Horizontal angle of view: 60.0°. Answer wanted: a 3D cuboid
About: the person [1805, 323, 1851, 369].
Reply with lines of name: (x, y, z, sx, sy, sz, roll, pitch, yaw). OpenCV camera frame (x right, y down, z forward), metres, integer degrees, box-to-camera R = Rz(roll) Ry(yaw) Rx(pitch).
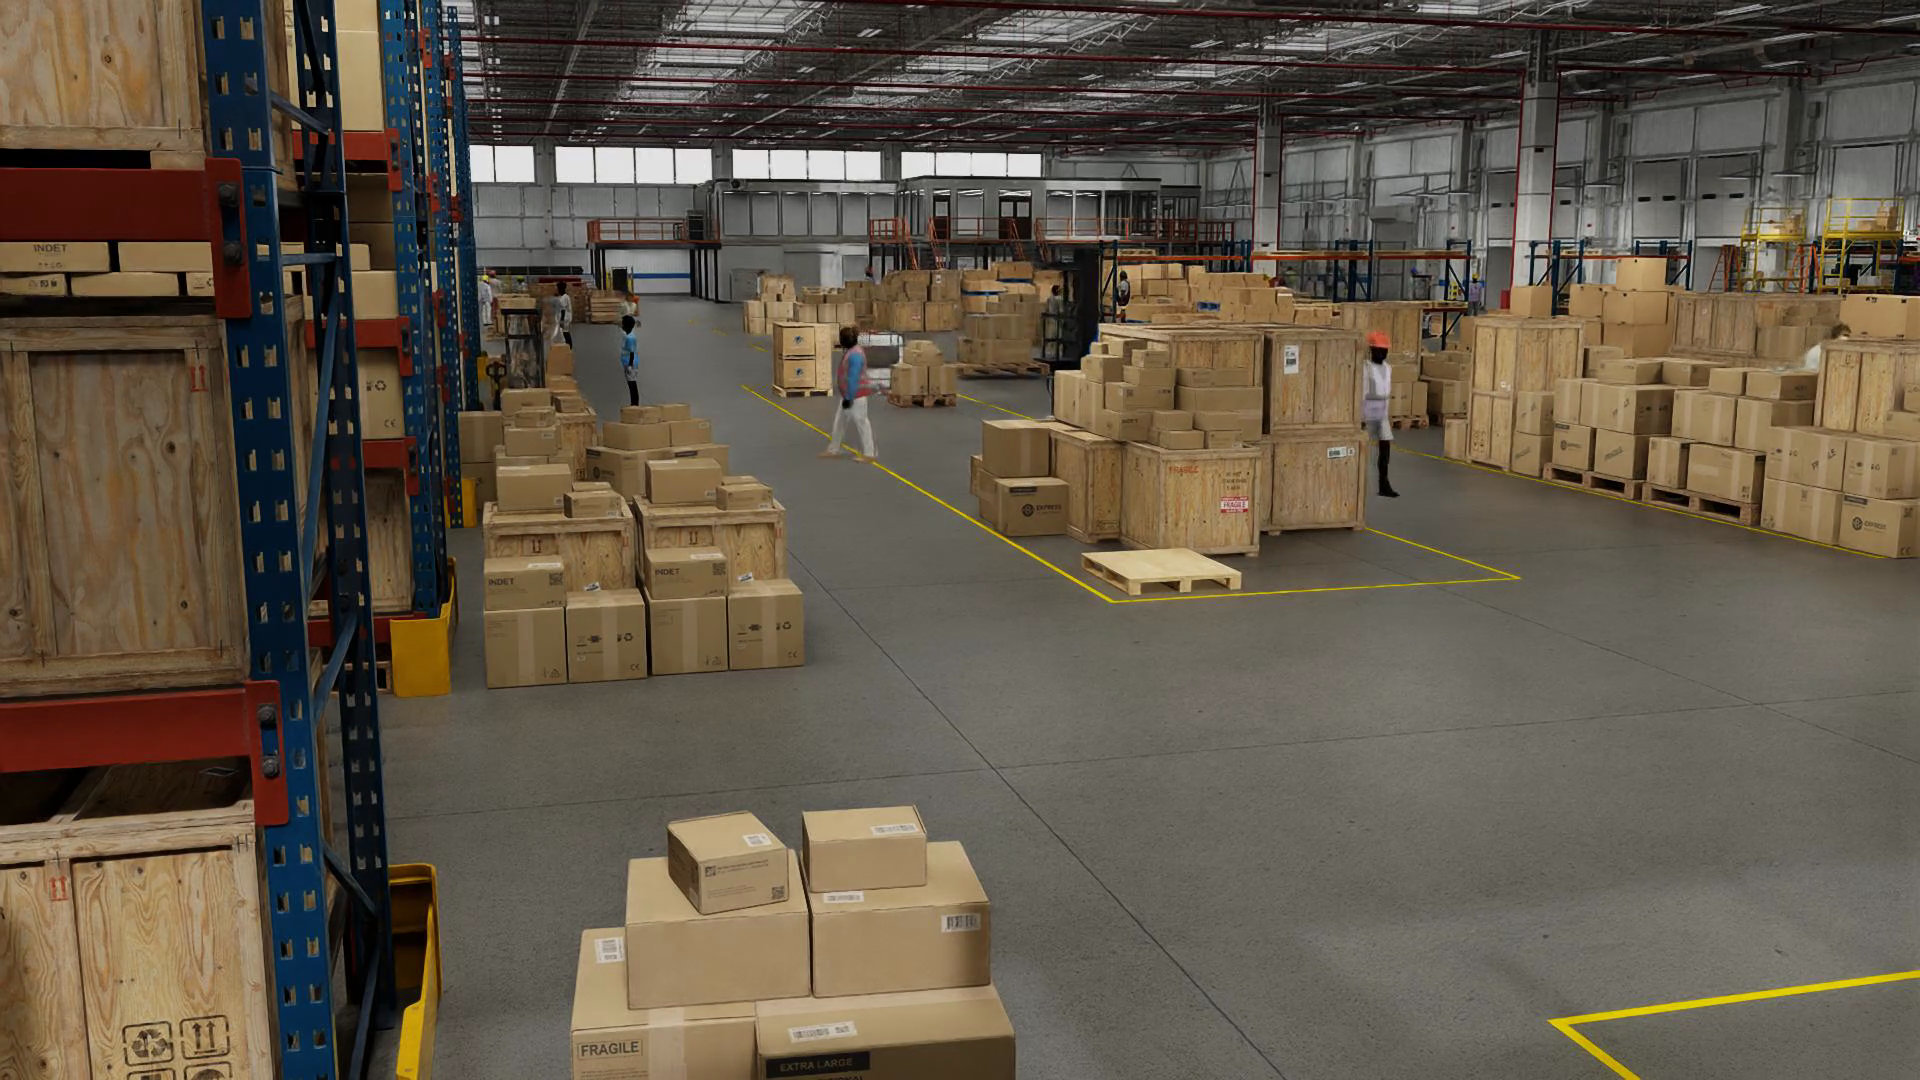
person: (11.104, -1.856, 21.473, 0.649, 1.910, 0.780, -1, 10, -3)

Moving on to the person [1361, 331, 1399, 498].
person: (4.720, -1.472, 19.264, 0.546, 1.916, 0.884, -7, 12, -34)

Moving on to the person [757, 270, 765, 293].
person: (-8.505, -10.684, 71.525, 0.418, 1.869, 0.583, 3, 10, 17)

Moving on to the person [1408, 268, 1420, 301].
person: (20.623, -11.437, 75.768, 0.955, 1.872, 0.662, -9, 13, -42)

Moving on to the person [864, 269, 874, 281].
person: (-3.872, -10.664, 71.325, 0.914, 1.907, 0.546, 7, 12, 33)

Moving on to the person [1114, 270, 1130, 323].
person: (5.660, -8.407, 58.153, 0.537, 2.000, 0.689, 4, 11, 20)

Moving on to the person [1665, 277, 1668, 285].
person: (24.000, -8.071, 56.835, 0.648, 1.833, 0.436, 4, 11, 21)

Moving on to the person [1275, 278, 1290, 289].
person: (10.501, -7.650, 54.407, 0.579, 1.850, 0.940, 4, 11, 24)

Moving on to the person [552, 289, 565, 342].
person: (-12.028, -6.756, 49.986, 0.539, 1.625, 0.395, 3, 11, 18)

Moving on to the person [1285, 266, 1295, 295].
person: (17.787, -13.877, 89.741, 0.638, 1.824, 0.594, -6, 12, -31)

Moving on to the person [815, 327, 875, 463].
person: (-1.543, -1.909, 22.002, 0.893, 1.803, 0.649, -2, 10, -10)

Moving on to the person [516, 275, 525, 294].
person: (-17.350, -9.597, 65.733, 0.313, 1.743, 0.493, -8, 13, -37)

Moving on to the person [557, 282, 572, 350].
person: (-10.264, -5.720, 43.177, 0.375, 1.958, 0.599, -1, 10, -4)

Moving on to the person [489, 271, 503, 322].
person: (-17.665, -9.227, 63.061, 0.634, 1.941, 1.029, -2, 10, -9)

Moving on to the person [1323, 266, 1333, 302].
person: (18.188, -12.598, 82.253, 0.601, 1.906, 0.474, -5, 11, -28)

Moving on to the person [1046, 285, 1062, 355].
person: (2.496, -5.830, 44.088, 0.324, 1.857, 0.530, -9, 13, -40)

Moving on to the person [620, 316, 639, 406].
person: (-5.635, -2.977, 28.383, 0.318, 1.696, 0.537, -3, 10, -17)

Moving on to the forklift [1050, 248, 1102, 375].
forklift: (2.834, -5.108, 37.097, 1.873, 2.768, 1.129, -3, 10, -15)

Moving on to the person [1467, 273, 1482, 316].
person: (18.419, -8.592, 59.556, 0.584, 1.918, 0.401, -2, 10, -9)

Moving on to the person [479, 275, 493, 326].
person: (-17.018, -8.610, 59.879, 0.591, 1.837, 0.403, 7, 12, 36)

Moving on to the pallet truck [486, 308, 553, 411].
pallet truck: (-6.242, -2.418, 24.362, 0.823, 1.965, 1.885, 1, 10, 3)

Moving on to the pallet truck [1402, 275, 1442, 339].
pallet truck: (14.620, -7.324, 52.145, 0.823, 1.965, 1.885, 8, 13, 40)

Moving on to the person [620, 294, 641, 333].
person: (-8.872, -5.846, 44.890, 0.543, 1.589, 0.845, -8, 13, -38)
